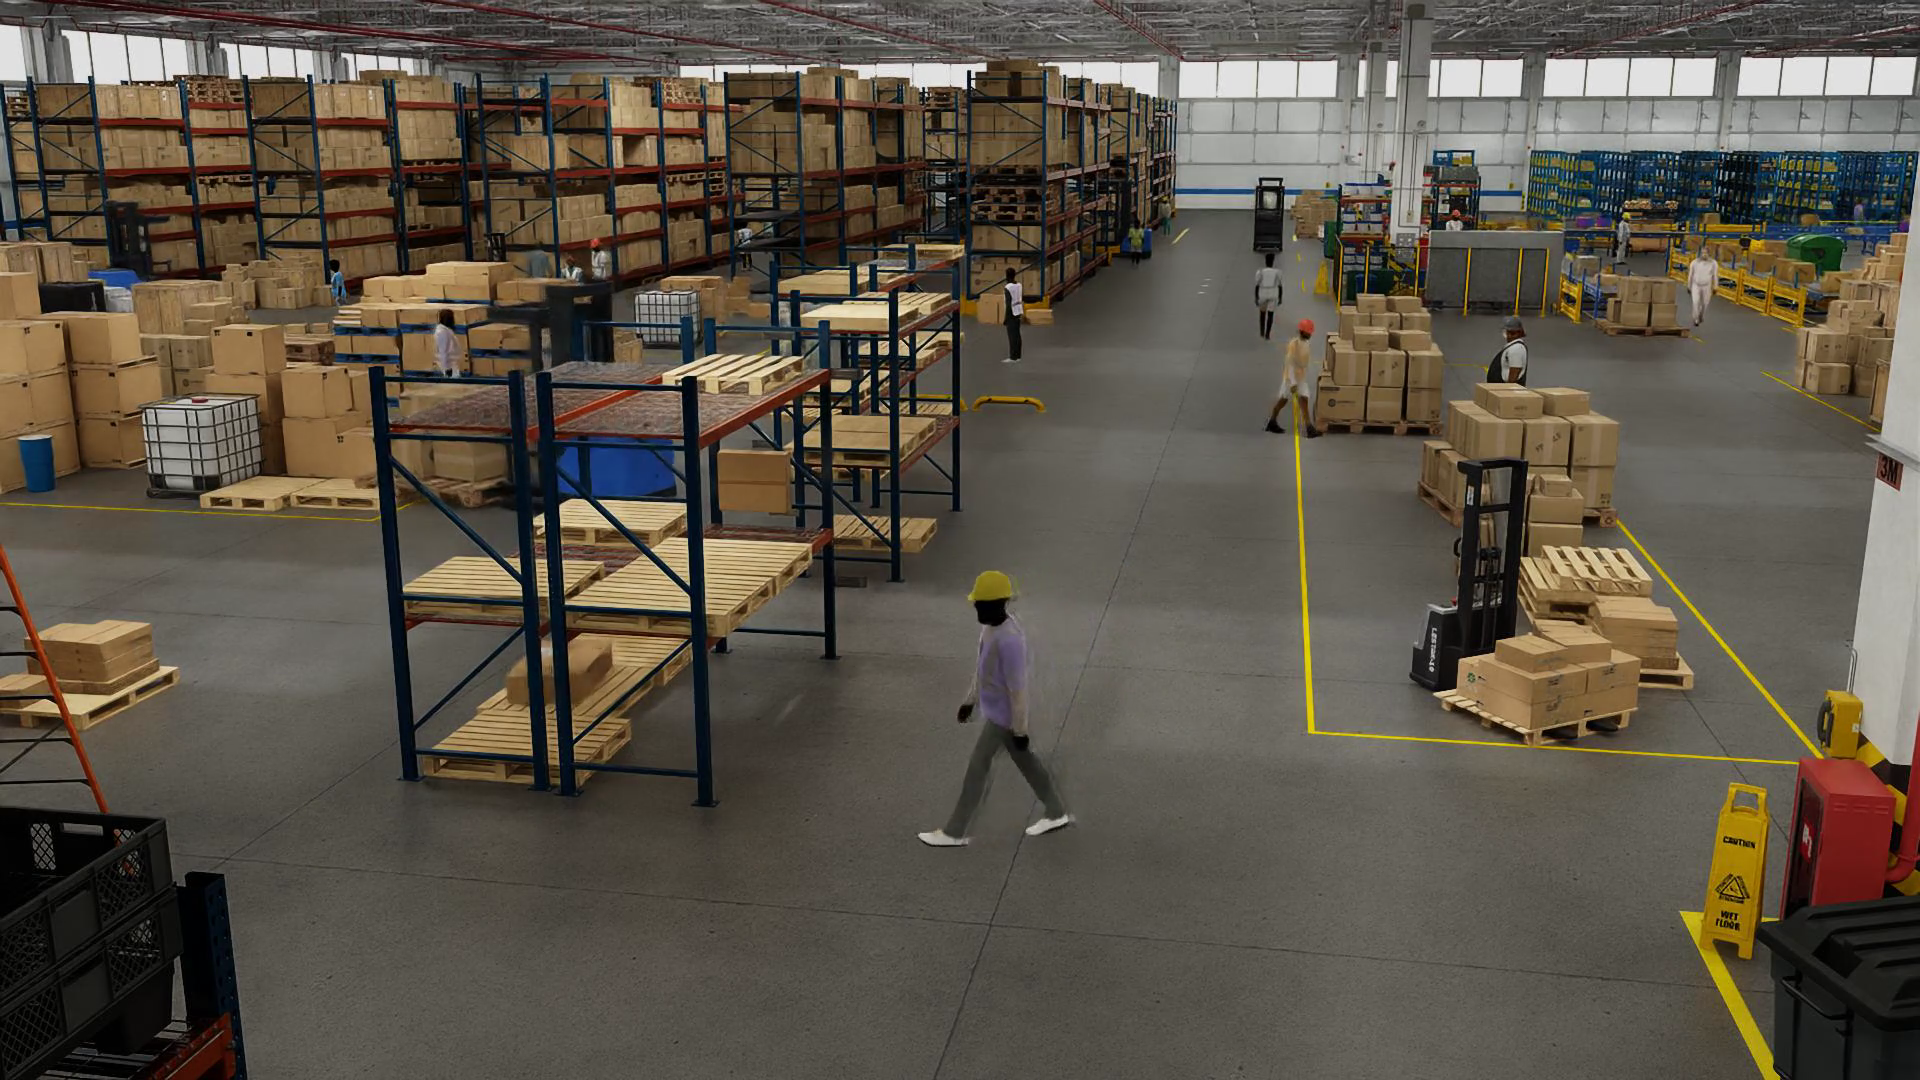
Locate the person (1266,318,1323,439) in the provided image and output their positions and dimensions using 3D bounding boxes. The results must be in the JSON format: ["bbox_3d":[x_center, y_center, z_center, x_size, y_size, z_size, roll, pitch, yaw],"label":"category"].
[{"bbox_3d":[5.117,-2.479,25.408,0.551,1.848,1.077,-12,18,-39],"label":"person"}]

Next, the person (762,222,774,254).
[{"bbox_3d":[-7.257,-11.671,63.155,0.500,1.633,0.280,-1,14,-5],"label":"person"}]

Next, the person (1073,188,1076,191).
[{"bbox_3d":[6.136,-18.045,89.011,0.306,1.645,0.522,9,16,32],"label":"person"}]

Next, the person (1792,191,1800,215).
[{"bbox_3d":[39.405,-15.546,78.515,0.437,1.812,0.624,8,16,29],"label":"person"}]

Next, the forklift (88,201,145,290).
[{"bbox_3d":[-21.628,-7.364,43.100,1.129,2.768,1.873,8,16,31],"label":"forklift"}]

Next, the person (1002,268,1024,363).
[{"bbox_3d":[1.072,-4.536,33.610,0.395,1.915,0.587,8,16,28],"label":"person"}]

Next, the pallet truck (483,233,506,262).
[{"bbox_3d":[-11.832,-7.026,43.548,1.885,1.965,0.823,8,16,28],"label":"pallet truck"}]

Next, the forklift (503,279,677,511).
[{"bbox_3d":[-4.542,-1.745,20.290,1.873,2.768,1.129,6,15,24],"label":"forklift"}]

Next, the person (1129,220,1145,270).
[{"bbox_3d":[5.976,-9.988,56.288,0.540,1.645,0.898,2,14,7],"label":"person"}]

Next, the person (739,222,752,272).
[{"bbox_3d":[-7.151,-9.803,55.439,0.531,1.697,0.322,-12,18,-40],"label":"person"}]

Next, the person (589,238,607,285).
[{"bbox_3d":[-9.409,-6.823,42.916,0.576,1.895,0.845,11,18,39],"label":"person"}]

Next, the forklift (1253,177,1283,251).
[{"bbox_3d":[12.083,-12.747,64.956,1.129,2.768,1.873,3,14,10],"label":"forklift"}]

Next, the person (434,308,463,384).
[{"bbox_3d":[-8.316,-2.832,26.876,0.604,1.826,0.631,-3,14,-11],"label":"person"}]

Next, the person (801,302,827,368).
[{"bbox_3d":[-2.663,-3.713,30.374,0.530,1.867,0.315,3,14,10],"label":"person"}]

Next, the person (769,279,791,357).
[{"bbox_3d":[-3.754,-4.632,34.642,0.516,1.594,0.824,-5,15,-18],"label":"person"}]

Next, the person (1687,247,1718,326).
[{"bbox_3d":[17.861,-6.114,40.052,0.668,1.892,0.543,4,15,18],"label":"person"}]

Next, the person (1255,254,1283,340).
[{"bbox_3d":[6.949,-5.480,37.462,0.613,1.910,1.034,2,14,10],"label":"person"}]

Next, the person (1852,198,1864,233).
[{"bbox_3d":[38.535,-13.763,71.293,0.847,1.819,0.576,2,14,6],"label":"person"}]

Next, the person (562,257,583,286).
[{"bbox_3d":[-9.366,-6.023,40.233,0.523,1.631,0.318,0,14,0],"label":"person"}]

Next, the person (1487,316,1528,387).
[{"bbox_3d":[7.832,-2.198,23.854,0.538,2.000,0.684,5,15,18],"label":"person"}]

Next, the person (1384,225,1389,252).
[{"bbox_3d":[14.449,-9.884,55.900,0.286,1.631,0.502,-10,17,-34],"label":"person"}]

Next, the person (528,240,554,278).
[{"bbox_3d":[-10.687,-6.694,42.459,0.644,1.874,1.060,8,16,30],"label":"person"}]

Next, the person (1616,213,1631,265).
[{"bbox_3d":[23.165,-10.510,58.068,0.403,1.819,0.599,10,17,35],"label":"person"}]

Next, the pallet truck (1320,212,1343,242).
[{"bbox_3d":[15.874,-13.227,70.310,0.680,1.201,1.601,10,17,35],"label":"pallet truck"}]

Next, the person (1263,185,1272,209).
[{"bbox_3d":[15.256,-16.739,83.091,0.811,1.951,0.717,11,18,38],"label":"person"}]

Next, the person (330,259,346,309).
[{"bbox_3d":[-14.469,-5.689,38.738,0.321,1.696,0.530,-6,15,-23],"label":"person"}]

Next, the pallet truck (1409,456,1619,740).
[{"bbox_3d":[4.504,0.400,13.395,0.823,1.965,1.885,-6,15,-23],"label":"pallet truck"}]

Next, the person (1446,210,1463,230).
[{"bbox_3d":[16.431,-9.940,55.286,0.616,2.040,0.382,-4,15,-17],"label":"person"}]

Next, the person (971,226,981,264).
[{"bbox_3d":[0.566,-10.548,58.321,0.526,1.769,0.328,13,19,42],"label":"person"}]

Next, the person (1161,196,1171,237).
[{"bbox_3d":[9.130,-14.335,73.725,0.348,1.762,0.523,-10,17,-35],"label":"person"}]

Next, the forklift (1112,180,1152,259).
[{"bbox_3d":[6.082,-11.722,60.796,1.873,2.768,1.129,2,14,9],"label":"forklift"}]

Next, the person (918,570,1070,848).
[{"bbox_3d":[0.268,1.095,10.842,1.038,1.874,0.590,-2,14,-7],"label":"person"}]
